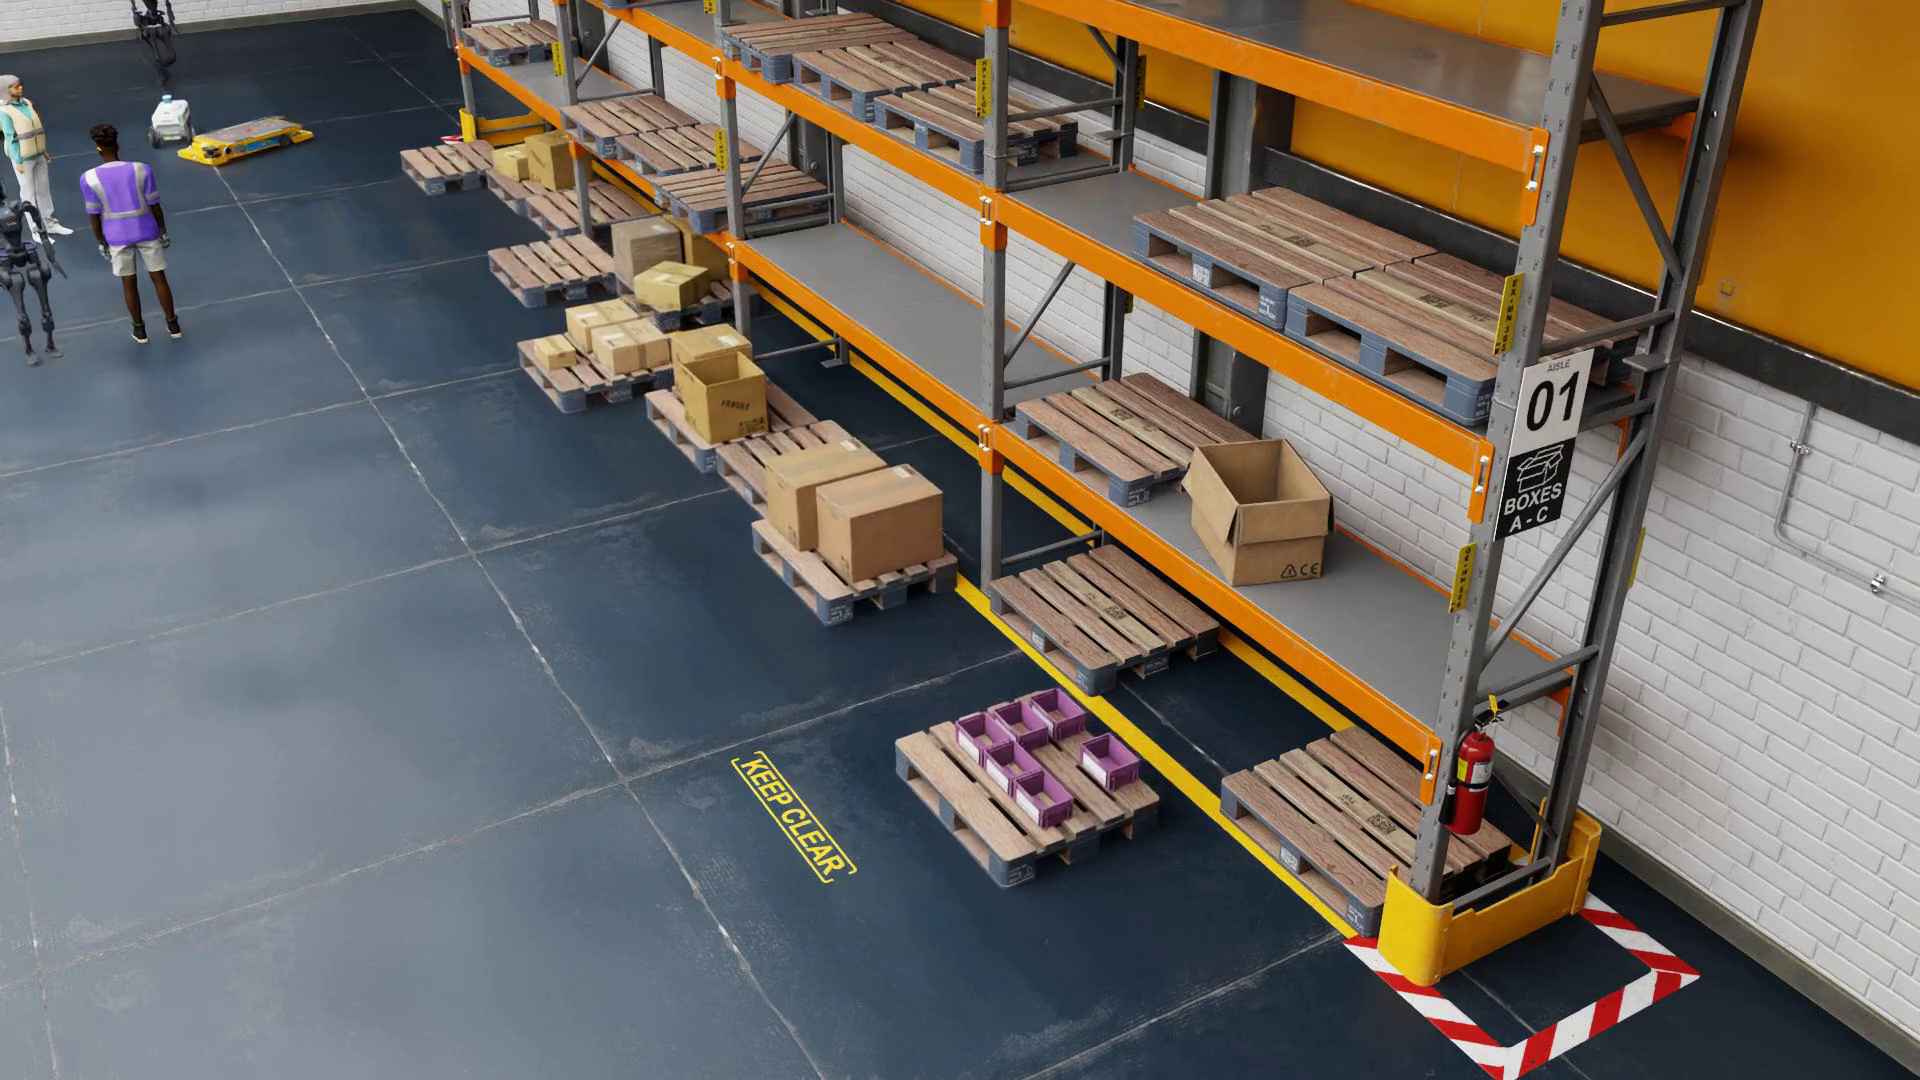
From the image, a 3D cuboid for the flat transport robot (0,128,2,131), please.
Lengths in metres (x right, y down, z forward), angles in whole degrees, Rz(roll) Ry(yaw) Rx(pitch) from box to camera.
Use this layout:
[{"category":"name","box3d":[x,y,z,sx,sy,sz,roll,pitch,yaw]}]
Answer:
[{"category":"flat transport robot","box3d":[-12.526,-5.214,20.837,1.431,0.231,0.659,-13,32,-22]}]

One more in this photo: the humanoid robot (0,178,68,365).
[{"category":"humanoid robot","box3d":[-8.064,-2.342,14.341,0.608,1.652,0.370,-25,38,-37]}]

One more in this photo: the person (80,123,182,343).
[{"category":"person","box3d":[-7.315,-2.695,14.680,0.602,1.958,0.377,-15,33,-24]}]

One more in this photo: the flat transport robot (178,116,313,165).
[{"category":"flat transport robot","box3d":[-8.671,-4.854,20.201,0.659,0.231,1.431,18,34,29]}]

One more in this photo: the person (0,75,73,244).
[{"category":"person","box3d":[-9.569,-3.911,17.072,0.364,1.711,0.468,4,30,7]}]

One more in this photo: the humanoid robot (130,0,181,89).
[{"category":"humanoid robot","box3d":[-10.938,-6.975,22.513,0.457,1.641,0.583,21,35,32]}]

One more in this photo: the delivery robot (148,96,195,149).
[{"category":"delivery robot","box3d":[-9.679,-5.162,20.423,0.499,0.563,0.738,-8,30,-13]}]
